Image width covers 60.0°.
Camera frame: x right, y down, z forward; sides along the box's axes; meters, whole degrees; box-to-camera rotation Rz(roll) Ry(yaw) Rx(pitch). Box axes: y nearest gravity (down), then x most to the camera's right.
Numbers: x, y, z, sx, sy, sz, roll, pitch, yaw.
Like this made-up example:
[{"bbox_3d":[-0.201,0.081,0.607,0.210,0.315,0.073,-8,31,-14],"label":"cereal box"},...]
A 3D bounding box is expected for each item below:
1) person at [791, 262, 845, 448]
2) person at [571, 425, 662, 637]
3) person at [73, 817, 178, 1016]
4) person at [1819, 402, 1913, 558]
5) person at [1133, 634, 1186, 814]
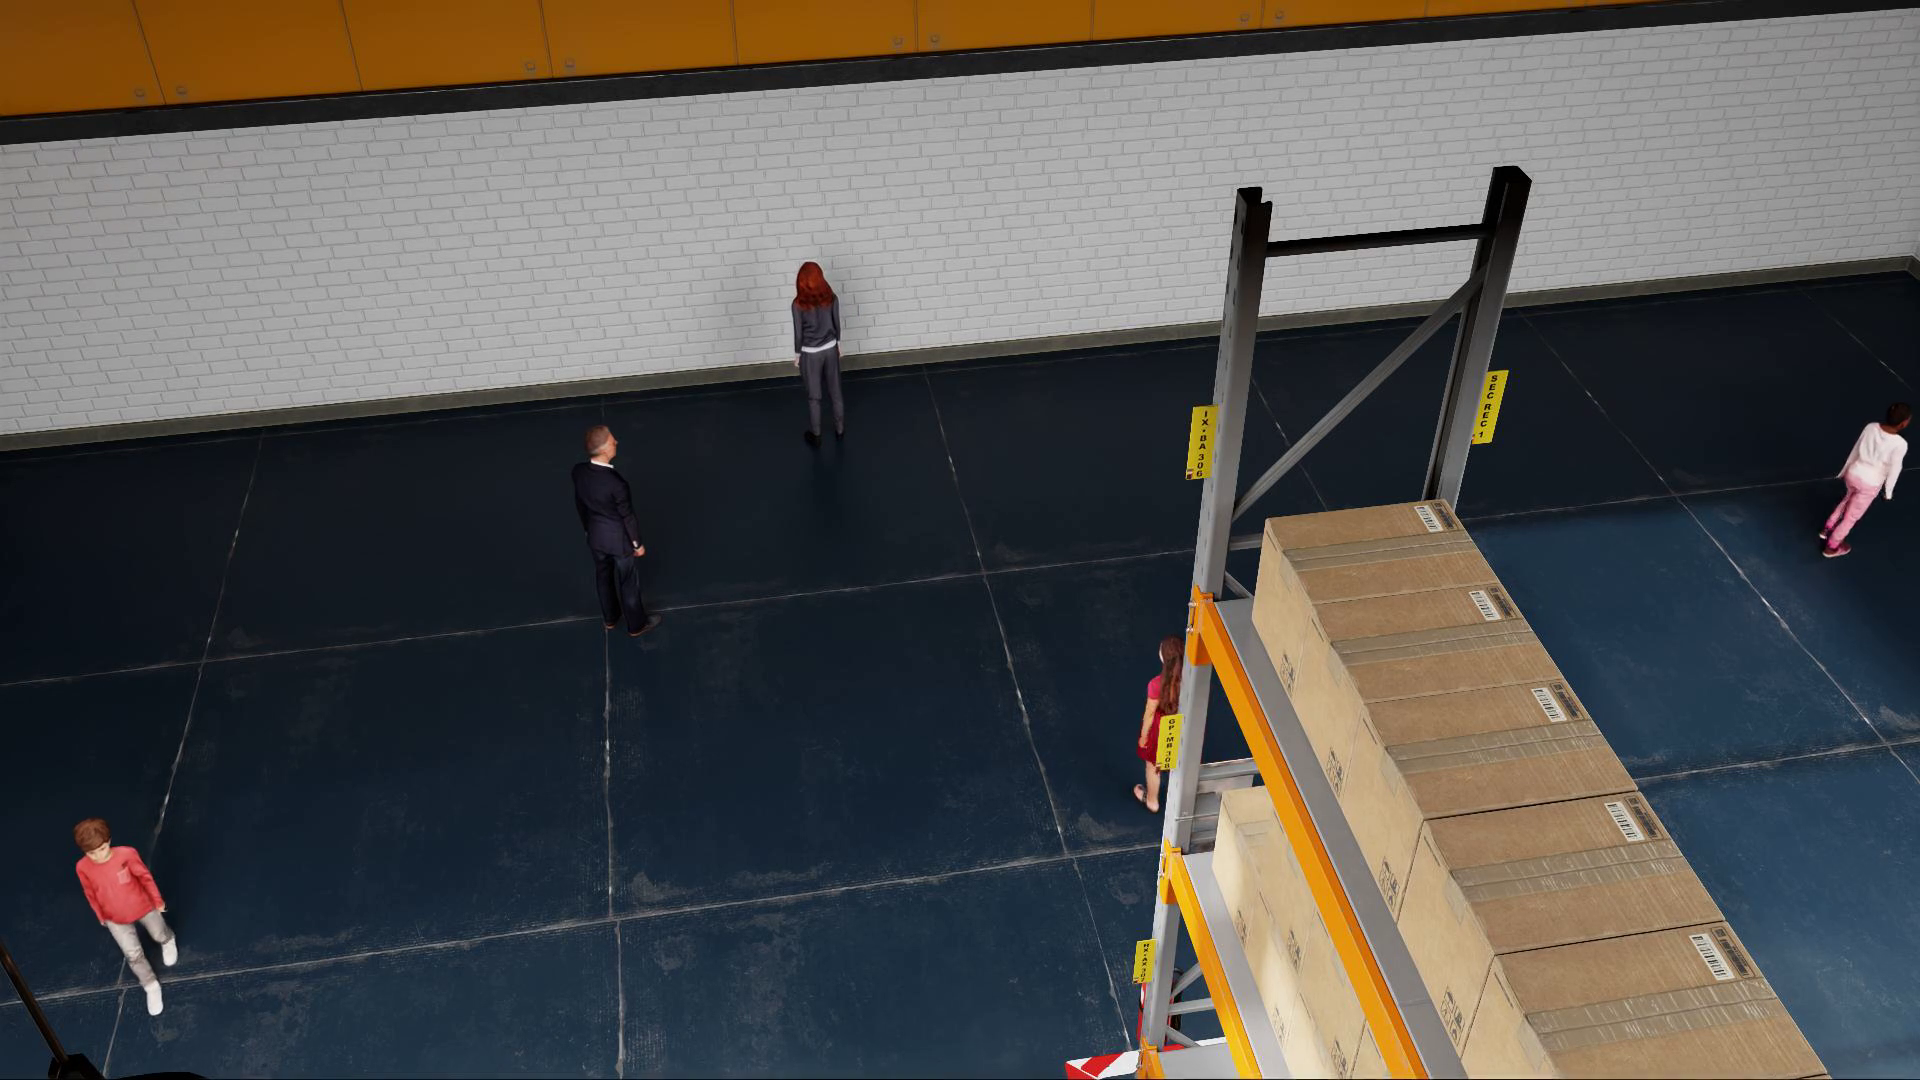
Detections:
[{"bbox_3d":[-1.210,-1.591,14.266,0.624,1.781,0.571,-14,41,-17],"label":"person"},{"bbox_3d":[-2.587,-0.062,12.324,0.779,1.815,0.827,22,43,25],"label":"person"},{"bbox_3d":[-4.940,2.139,9.893,0.625,1.408,0.846,-14,41,-17],"label":"person"},{"bbox_3d":[7.106,-0.472,13.139,0.652,1.437,0.552,-14,41,-16],"label":"person"},{"bbox_3d":[1.391,1.275,10.869,0.685,1.542,0.859,-20,43,-23],"label":"person"}]
